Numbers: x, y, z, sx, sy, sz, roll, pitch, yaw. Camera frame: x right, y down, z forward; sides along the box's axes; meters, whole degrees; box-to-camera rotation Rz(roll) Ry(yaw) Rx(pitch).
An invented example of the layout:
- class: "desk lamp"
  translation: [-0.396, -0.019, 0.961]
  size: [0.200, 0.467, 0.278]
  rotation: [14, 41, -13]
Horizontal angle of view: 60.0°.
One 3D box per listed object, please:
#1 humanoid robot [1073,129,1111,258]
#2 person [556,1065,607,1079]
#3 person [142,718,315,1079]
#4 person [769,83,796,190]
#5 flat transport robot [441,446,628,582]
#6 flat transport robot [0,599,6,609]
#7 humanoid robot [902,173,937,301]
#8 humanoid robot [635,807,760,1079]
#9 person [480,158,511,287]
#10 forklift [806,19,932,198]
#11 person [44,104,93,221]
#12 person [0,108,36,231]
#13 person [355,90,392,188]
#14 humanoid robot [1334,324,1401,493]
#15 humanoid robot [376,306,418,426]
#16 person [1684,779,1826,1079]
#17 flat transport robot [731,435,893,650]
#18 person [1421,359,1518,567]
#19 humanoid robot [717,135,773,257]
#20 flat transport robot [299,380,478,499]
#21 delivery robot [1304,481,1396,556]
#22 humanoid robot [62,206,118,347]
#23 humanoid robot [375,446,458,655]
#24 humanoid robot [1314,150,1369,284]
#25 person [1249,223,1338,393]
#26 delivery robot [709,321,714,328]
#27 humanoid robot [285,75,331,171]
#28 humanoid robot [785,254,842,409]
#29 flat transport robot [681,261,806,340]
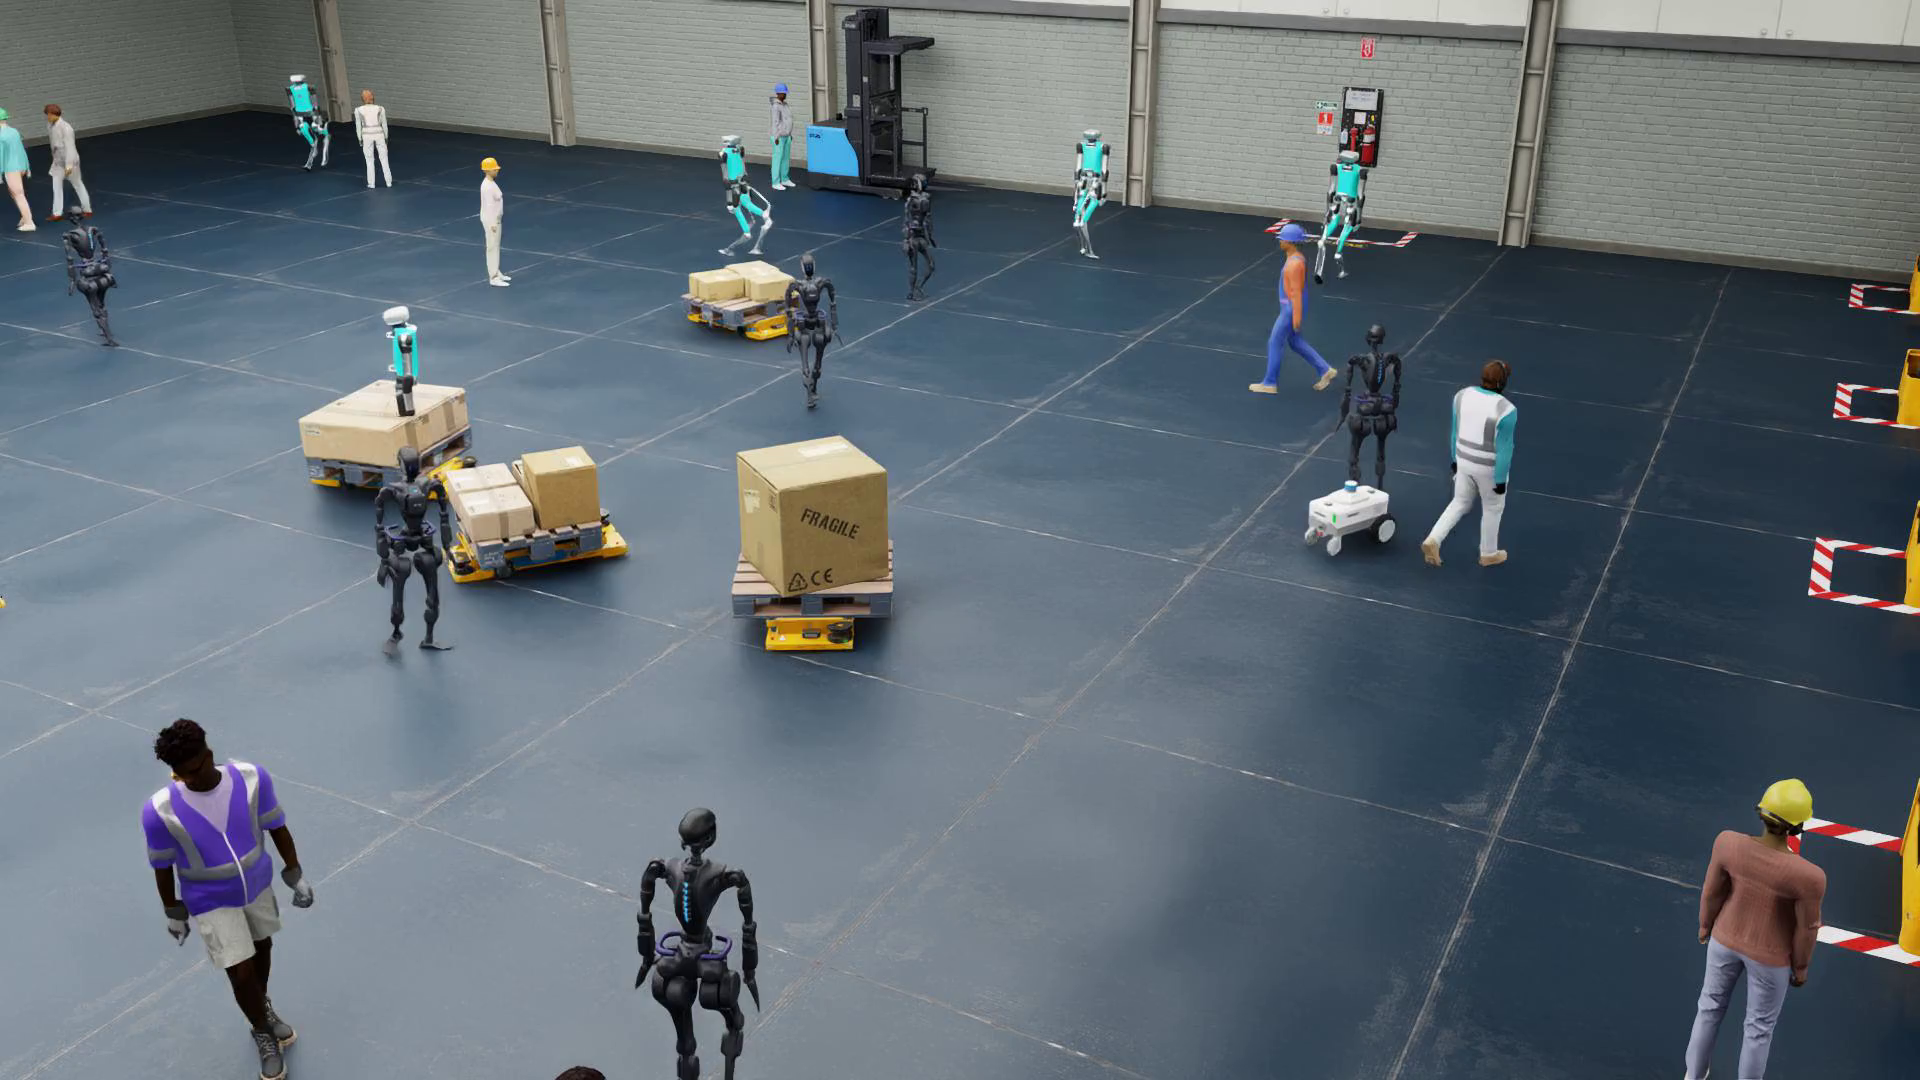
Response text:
- class: "humanoid robot"
  translation: [1.776, -4.908, 23.728]
  size: [0.598, 1.771, 0.852]
  rotation: [14, 27, 30]
- class: "person"
  translation: [-1.318, 2.642, 5.928]
  size: [0.372, 1.914, 0.596]
  rotation: [13, 27, 28]
- class: "person"
  translation: [-3.500, 1.719, 8.063]
  size: [0.584, 1.932, 0.629]
  rotation: [18, 29, 36]
- class: "person"
  translation: [-3.027, -6.852, 28.220]
  size: [0.365, 1.768, 0.524]
  rotation: [9, 25, 20]
- class: "flat transport robot"
  translation: [-3.623, 0.029, 14.096]
  size: [1.431, 0.231, 0.659]
  rotation: [-11, 26, -24]
- class: "flat transport robot"
  translation: [-8.099, 0.669, 12.606]
  size: [0.659, 0.231, 1.431]
  rotation: [9, 25, 20]
- class: "humanoid robot"
  translation: [-0.539, -3.911, 21.482]
  size: [0.335, 1.642, 0.613]
  rotation: [16, 28, 32]
- class: "humanoid robot"
  translation: [-1.234, 1.998, 7.738]
  size: [0.614, 1.643, 0.363]
  rotation: [3, 23, 7]
- class: "person"
  translation: [-6.243, -4.264, 22.278]
  size: [0.327, 1.696, 0.474]
  rotation: [-3, 23, -8]
- class: "forklift"
  translation: [-1.573, -7.292, 27.850]
  size: [1.873, 2.768, 1.129]
  rotation: [12, 26, 25]
- class: "person"
  translation: [-13.972, -5.834, 25.816]
  size: [0.518, 1.793, 0.874]
  rotation: [9, 25, 21]
- class: "person"
  translation: [-14.413, -5.611, 25.208]
  size: [0.541, 1.855, 0.563]
  rotation: [3, 23, 7]
- class: "person"
  translation: [-9.985, -6.821, 28.317]
  size: [0.511, 1.630, 0.316]
  rotation: [-10, 25, -22]
- class: "humanoid robot"
  translation: [3.706, -1.132, 15.009]
  size: [0.603, 1.643, 0.387]
  rotation: [-5, 24, -11]
- class: "humanoid robot"
  translation: [-5.203, -1.207, 15.155]
  size: [0.667, 1.832, 0.539]
  rotation: [-8, 24, -17]
- class: "person"
  translation: [3.733, 1.907, 7.825]
  size: [0.324, 1.769, 0.523]
  rotation: [-19, 30, -38]
- class: "flat transport robot"
  translation: [-1.126, 0.477, 13.052]
  size: [0.659, 0.231, 1.431]
  rotation: [-1, 23, -1]
- class: "person"
  translation: [4.230, -0.601, 13.605]
  size: [0.791, 1.816, 0.630]
  rotation: [-14, 27, -29]
- class: "humanoid robot"
  translation: [-3.019, -4.808, 23.515]
  size: [0.919, 1.763, 0.545]
  rotation: [12, 26, 25]
- class: "flat transport robot"
  translation: [-5.312, -0.642, 15.658]
  size: [1.431, 0.231, 0.659]
  rotation: [7, 24, 15]
- class: "delivery robot"
  translation: [3.356, -0.219, 14.315]
  size: [0.784, 0.599, 0.499]
  rotation: [-15, 28, -31]
- class: "humanoid robot"
  translation: [-10.295, -3.121, 19.665]
  size: [0.570, 1.637, 0.611]
  rotation: [10, 25, 22]
- class: "humanoid robot"
  translation: [-4.038, 0.074, 12.215]
  size: [0.590, 1.646, 0.436]
  rotation: [-17, 29, -35]
- class: "humanoid robot"
  translation: [5.039, -4.283, 22.325]
  size: [0.530, 1.777, 1.010]
  rotation: [16, 28, 33]
- class: "person"
  translation: [3.655, -2.471, 17.897]
  size: [0.861, 1.879, 0.530]
  rotation: [7, 24, 16]
- class: "delivery robot"
  translation: [-2.941, -2.972, 20.745]
  size: [0.499, 0.614, 0.791]
  rotation: [-1, 23, -1]
- class: "humanoid robot"
  translation: [-11.526, -7.413, 29.587]
  size: [0.548, 1.738, 1.032]
  rotation: [1, 23, 3]
- class: "humanoid robot"
  translation: [-1.533, -2.202, 17.542]
  size: [0.600, 1.633, 0.765]
  rotation: [-7, 24, -17]
- class: "flat transport robot"
  translation: [-2.660, -2.743, 20.549]
  size: [1.431, 0.231, 0.659]
  rotation: [20, 30, 39]
